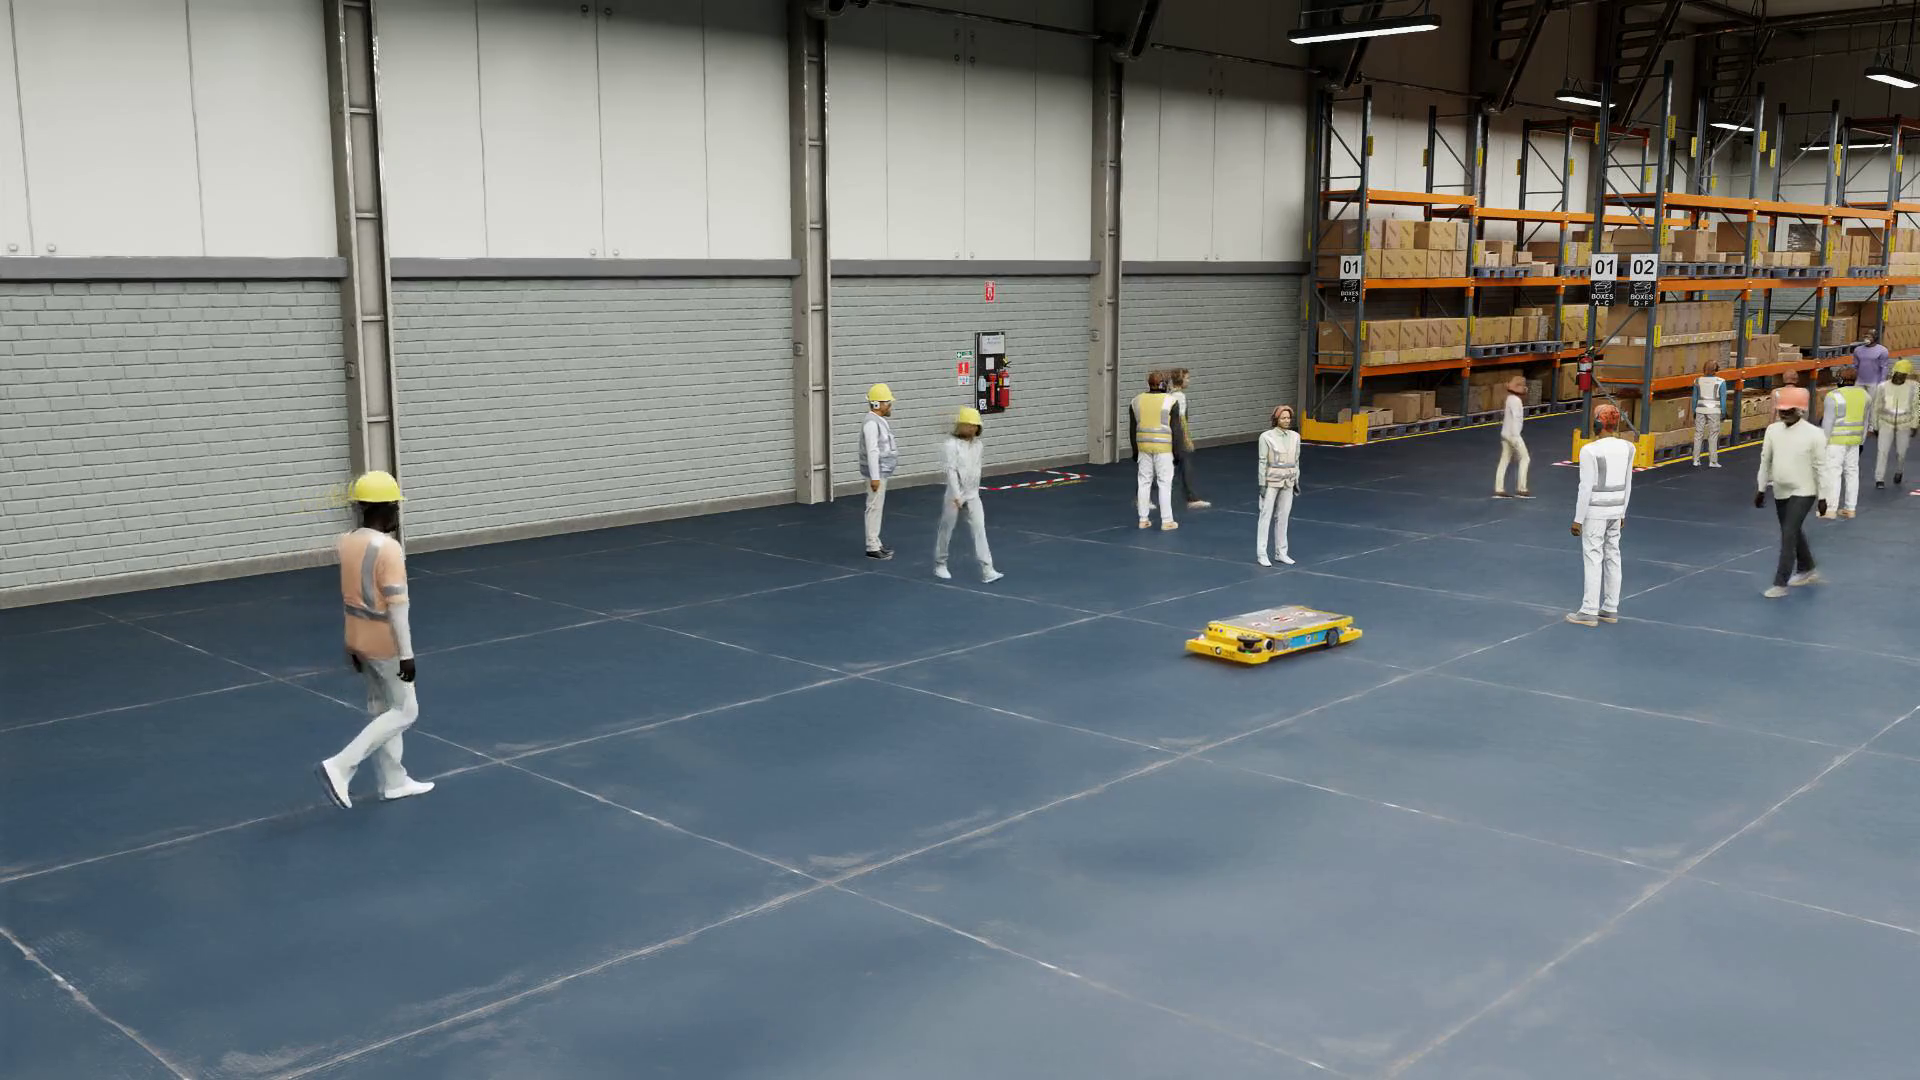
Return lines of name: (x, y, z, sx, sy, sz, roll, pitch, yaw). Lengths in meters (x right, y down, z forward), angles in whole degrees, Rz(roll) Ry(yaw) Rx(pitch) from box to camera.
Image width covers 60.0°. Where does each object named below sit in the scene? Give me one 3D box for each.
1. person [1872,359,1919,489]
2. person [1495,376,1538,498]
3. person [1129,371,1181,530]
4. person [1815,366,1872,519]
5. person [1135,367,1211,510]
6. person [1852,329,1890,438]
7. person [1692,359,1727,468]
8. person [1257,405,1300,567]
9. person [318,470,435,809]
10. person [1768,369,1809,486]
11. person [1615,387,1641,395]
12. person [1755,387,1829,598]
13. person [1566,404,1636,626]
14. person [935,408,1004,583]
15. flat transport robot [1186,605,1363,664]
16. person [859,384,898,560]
person: (12.901, -1.609, 22.932, 0.596, 1.797, 0.775, 5, 11, 29)
person: (7.351, -1.341, 21.796, 0.645, 1.607, 0.531, 1, 9, 4)
person: (2.274, -1.033, 19.276, 0.624, 1.838, 0.430, 5, 11, 30)
person: (10.667, -1.177, 20.134, 0.631, 1.842, 0.428, -2, 10, -13)
person: (2.653, -1.261, 20.797, 0.966, 1.806, 0.510, -1, 9, -4)
person: (16.229, -2.798, 29.717, 0.374, 1.939, 0.628, -6, 11, -31)
person: (11.353, -1.913, 25.221, 0.307, 1.645, 0.513, -9, 13, -42)
person: (3.248, -0.555, 16.950, 0.515, 1.642, 0.314, -5, 10, -26)
person: (-3.282, 0.569, 9.274, 0.628, 1.912, 0.608, -9, 13, -43)
person: (11.421, -1.538, 22.951, 0.514, 1.640, 0.310, 3, 10, 18)
person: (11.827, -2.628, 29.345, 0.668, 1.718, 0.382, -3, 10, -15)
person: (7.818, -0.462, 15.503, 0.920, 1.949, 0.656, -5, 10, -26)
person: (5.439, -0.211, 14.121, 0.576, 1.882, 0.355, -5, 10, -26)
person: (0.053, -0.425, 16.020, 0.498, 1.687, 0.930, -7, 12, -36)
flat transport robot: (2.520, 0.734, 13.259, 1.431, 0.197, 0.652, -8, 12, -41)
person: (-0.843, -0.713, 17.330, 0.403, 1.832, 0.593, 1, 9, 4)
